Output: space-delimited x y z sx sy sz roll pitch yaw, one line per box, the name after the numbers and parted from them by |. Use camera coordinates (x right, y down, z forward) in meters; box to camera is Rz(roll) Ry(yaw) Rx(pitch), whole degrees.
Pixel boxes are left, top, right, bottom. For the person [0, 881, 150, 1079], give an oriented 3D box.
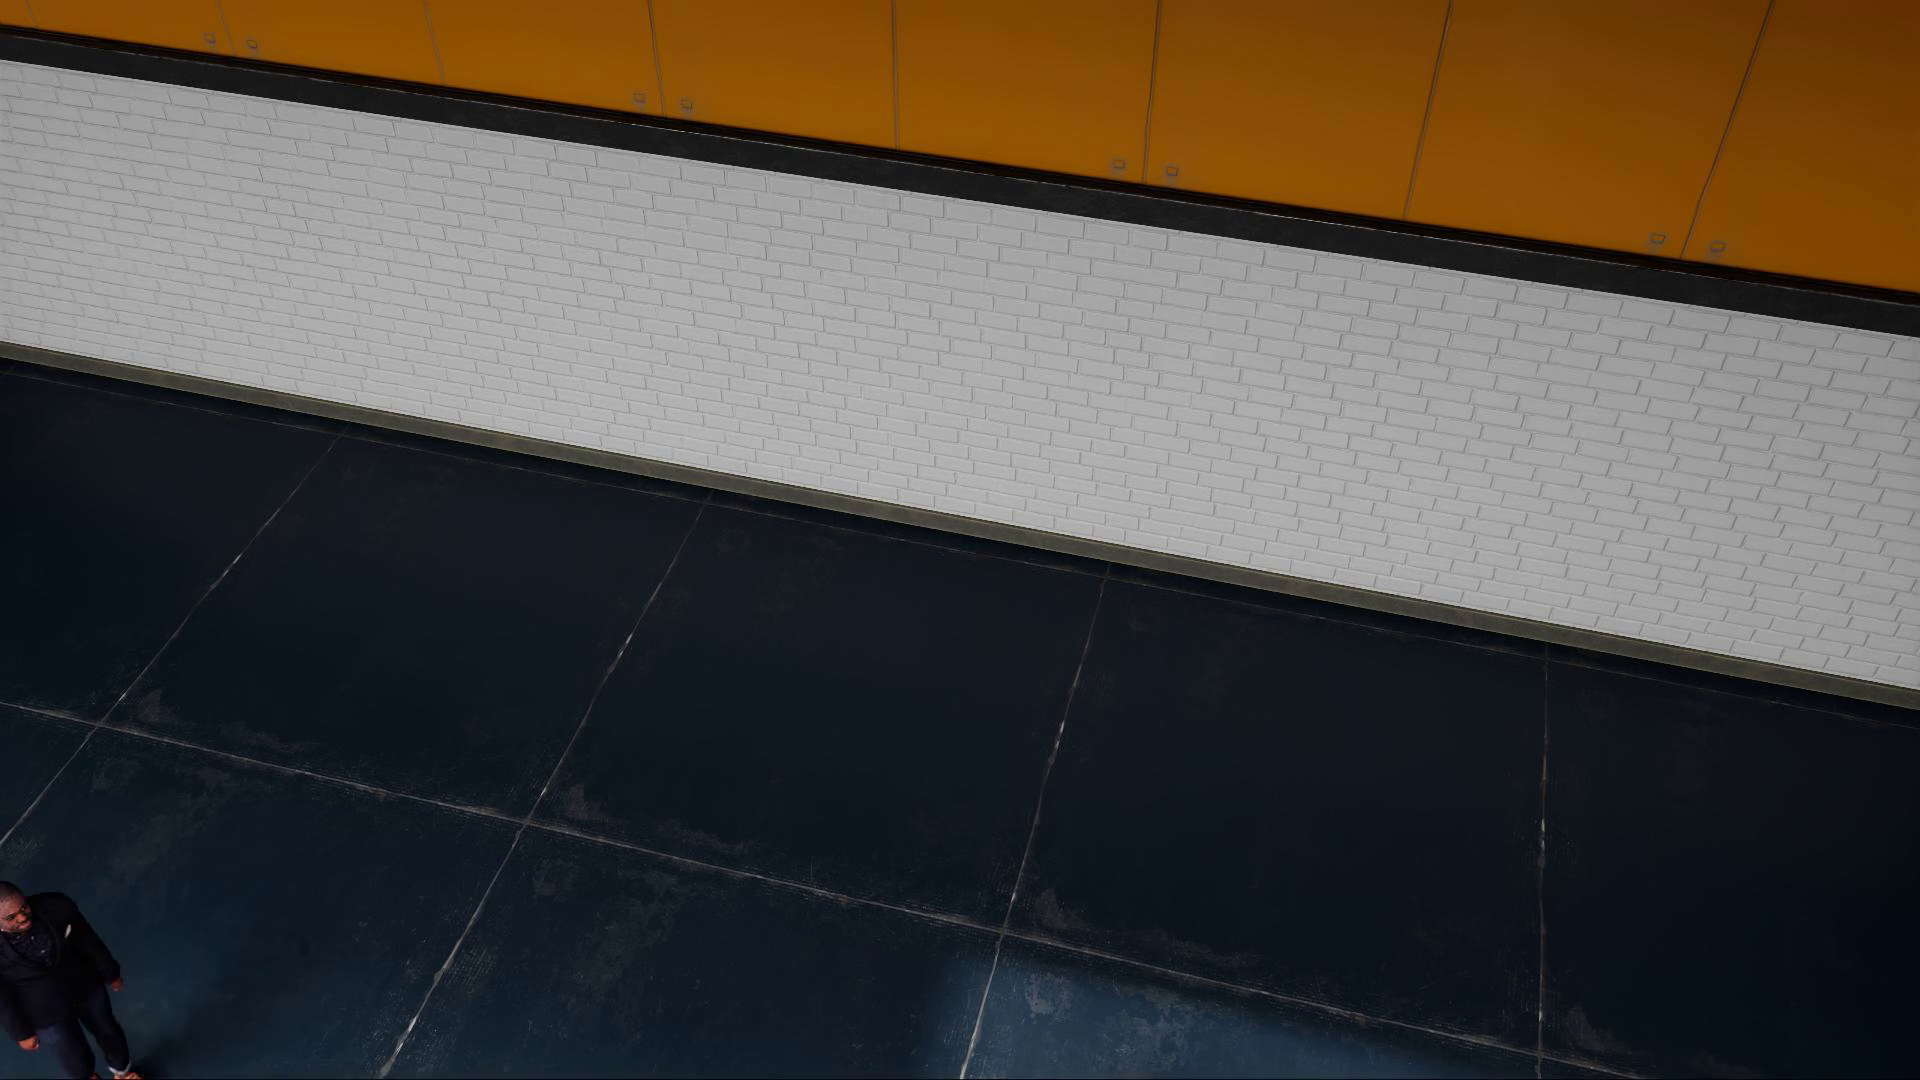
-4.517 2.244 8.285 0.880 1.811 0.771 25 49 24 | person
